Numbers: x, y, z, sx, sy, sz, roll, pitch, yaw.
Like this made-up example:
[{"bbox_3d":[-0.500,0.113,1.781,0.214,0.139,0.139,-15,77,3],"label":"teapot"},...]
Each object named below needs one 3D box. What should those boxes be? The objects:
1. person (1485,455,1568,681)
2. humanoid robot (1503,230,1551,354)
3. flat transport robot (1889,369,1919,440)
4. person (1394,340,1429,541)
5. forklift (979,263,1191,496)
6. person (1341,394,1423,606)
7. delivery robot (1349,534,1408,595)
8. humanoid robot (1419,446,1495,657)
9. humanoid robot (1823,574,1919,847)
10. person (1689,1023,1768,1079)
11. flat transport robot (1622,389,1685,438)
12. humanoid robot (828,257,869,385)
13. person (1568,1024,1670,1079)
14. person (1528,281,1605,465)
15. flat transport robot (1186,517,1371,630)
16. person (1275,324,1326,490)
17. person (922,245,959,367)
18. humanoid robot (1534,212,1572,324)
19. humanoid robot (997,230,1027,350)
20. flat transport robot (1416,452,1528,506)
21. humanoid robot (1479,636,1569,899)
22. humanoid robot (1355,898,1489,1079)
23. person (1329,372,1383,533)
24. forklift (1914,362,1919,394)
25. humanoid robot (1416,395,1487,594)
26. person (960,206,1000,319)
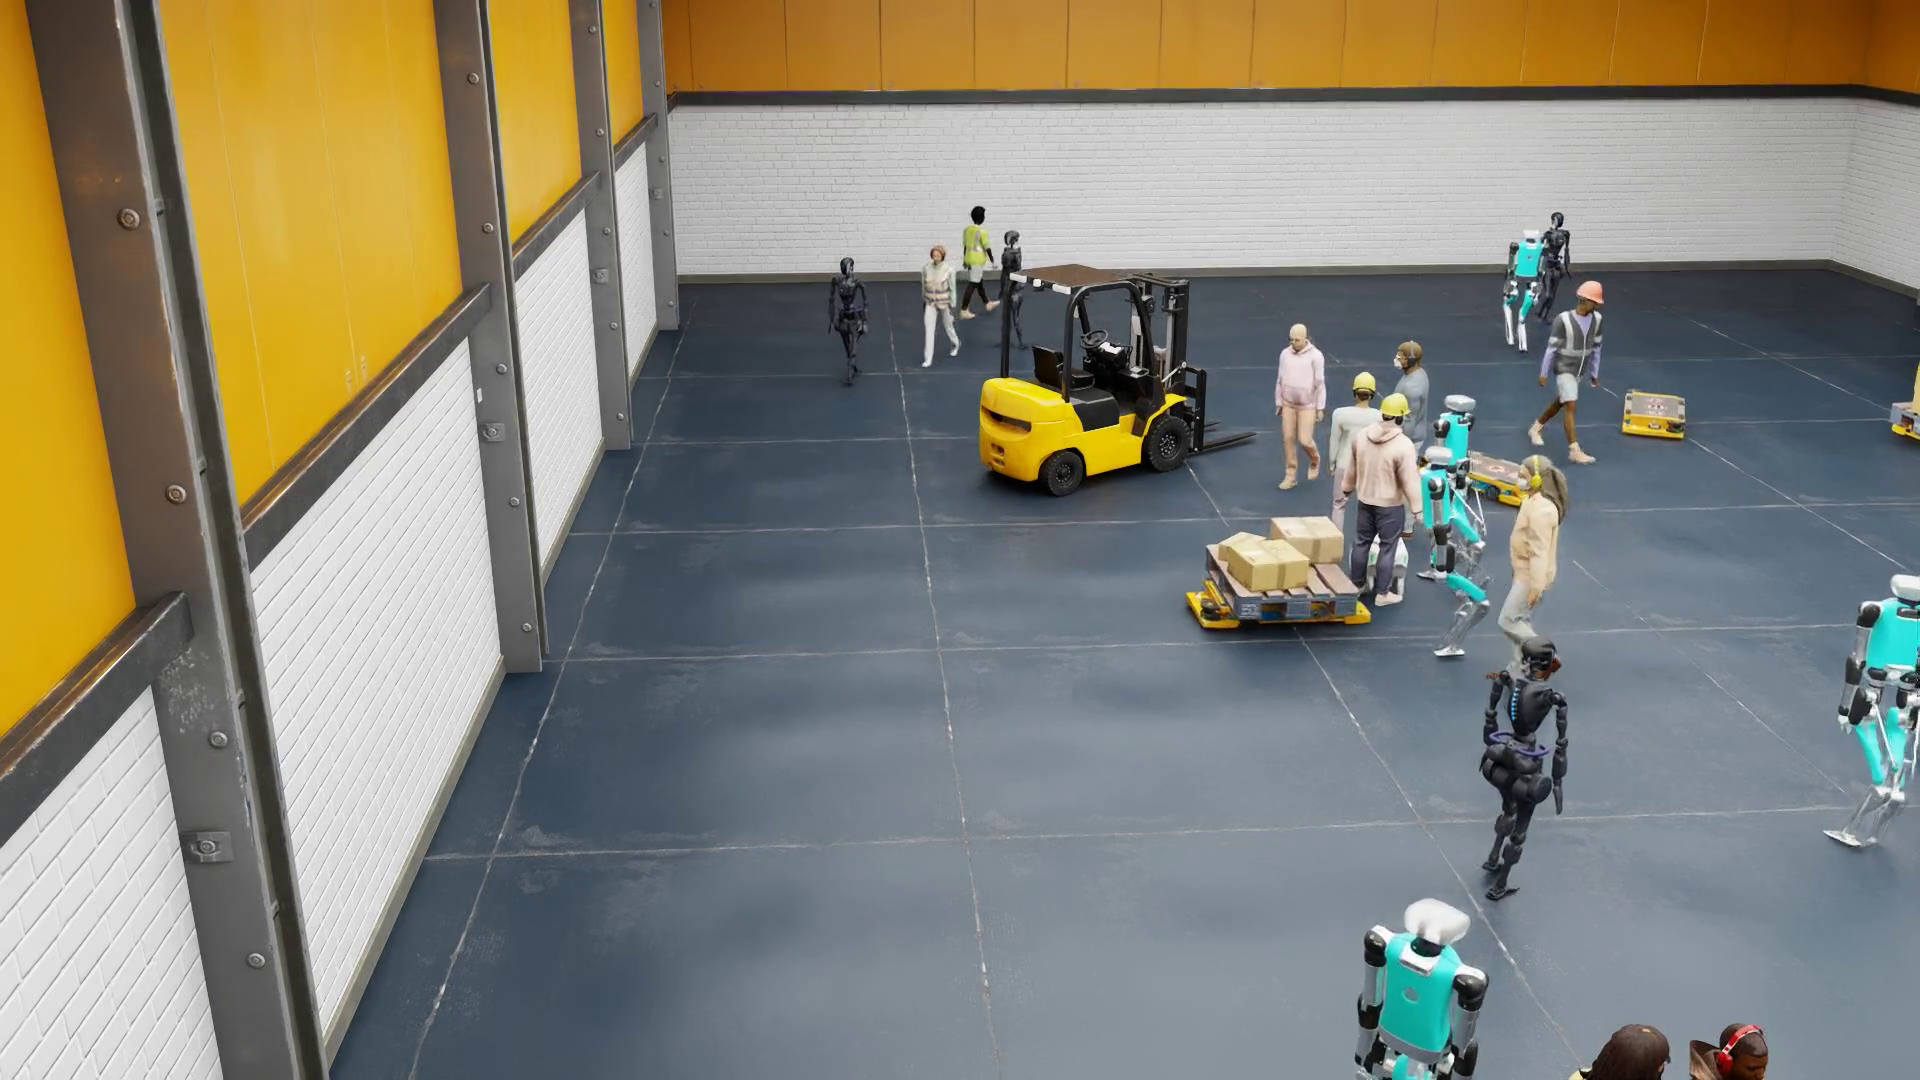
[{"bbox_3d":[4.327,0.253,12.628,0.455,1.862,0.578,5,21,13],"label":"person"},{"bbox_3d":[7.703,-3.421,22.818,0.551,1.741,1.002,3,20,8],"label":"humanoid robot"},{"bbox_3d":[11.275,-1.126,18.695,0.659,0.231,1.431,-3,20,-9],"label":"flat transport robot"},{"bbox_3d":[4.244,-0.947,15.809,0.364,1.933,0.630,7,21,17],"label":"person"},{"bbox_3d":[1.315,-1.764,17.646,2.313,2.155,1.214,-14,24,-33],"label":"forklift"},{"bbox_3d":[3.603,-0.344,14.263,0.434,1.859,0.822,-17,26,-38],"label":"person"},{"bbox_3d":[3.775,0.126,14.849,0.499,0.581,0.768,2,20,6],"label":"delivery robot"},{"bbox_3d":[3.942,0.146,13.138,0.747,1.795,0.542,3,20,9],"label":"humanoid robot"},{"bbox_3d":[5.840,1.150,10.385,0.568,1.787,0.708,1,20,4],"label":"humanoid robot"},{"bbox_3d":[2.950,2.588,6.584,0.465,1.646,0.308,-6,21,-16],"label":"person"},{"bbox_3d":[8.214,-1.491,19.691,0.659,0.231,1.431,8,22,20],"label":"flat transport robot"},{"bbox_3d":[-1.422,-2.818,21.322,0.602,1.620,0.778,9,22,23],"label":"humanoid robot"},{"bbox_3d":[2.451,2.612,6.332,0.366,1.768,0.477,-11,23,-27],"label":"person"},{"bbox_3d":[6.709,-1.897,18.327,0.627,1.980,1.089,-8,22,-21],"label":"person"},{"bbox_3d":[2.707,0.531,14.181,1.431,0.231,0.659,-2,20,-5],"label":"flat transport robot"},{"bbox_3d":[3.540,-1.387,17.242,0.549,1.765,0.464,15,25,36],"label":"person"},{"bbox_3d":[-0.257,-3.182,22.362,0.525,1.607,0.811,8,22,22],"label":"person"},{"bbox_3d":[8.724,-3.993,24.463,0.588,1.652,0.344,-9,22,-22],"label":"humanoid robot"},{"bbox_3d":[0.727,-3.457,23.020,0.374,1.674,0.600,-8,22,-20],"label":"humanoid robot"},{"bbox_3d":[5.542,-0.662,17.432,0.659,0.231,1.431,-13,24,-31],"label":"flat transport robot"},{"bbox_3d":[3.361,1.341,9.935,0.462,1.642,0.608,-13,24,-32],"label":"humanoid robot"},{"bbox_3d":[2.068,2.319,7.303,0.556,1.879,0.734,16,25,37],"label":"humanoid robot"},{"bbox_3d":[3.654,-0.676,15.318,0.520,1.759,0.359,3,20,9],"label":"person"},{"bbox_3d":[12.602,-2.435,19.475,2.313,2.155,1.214,-1,20,-4],"label":"forklift"},{"bbox_3d":[4.445,-0.342,14.482,0.582,1.782,0.894,-19,27,-41],"label":"humanoid robot"},{"bbox_3d":[0.310,-4.174,24.987,0.872,1.655,0.550,-12,23,-30],"label":"person"}]
